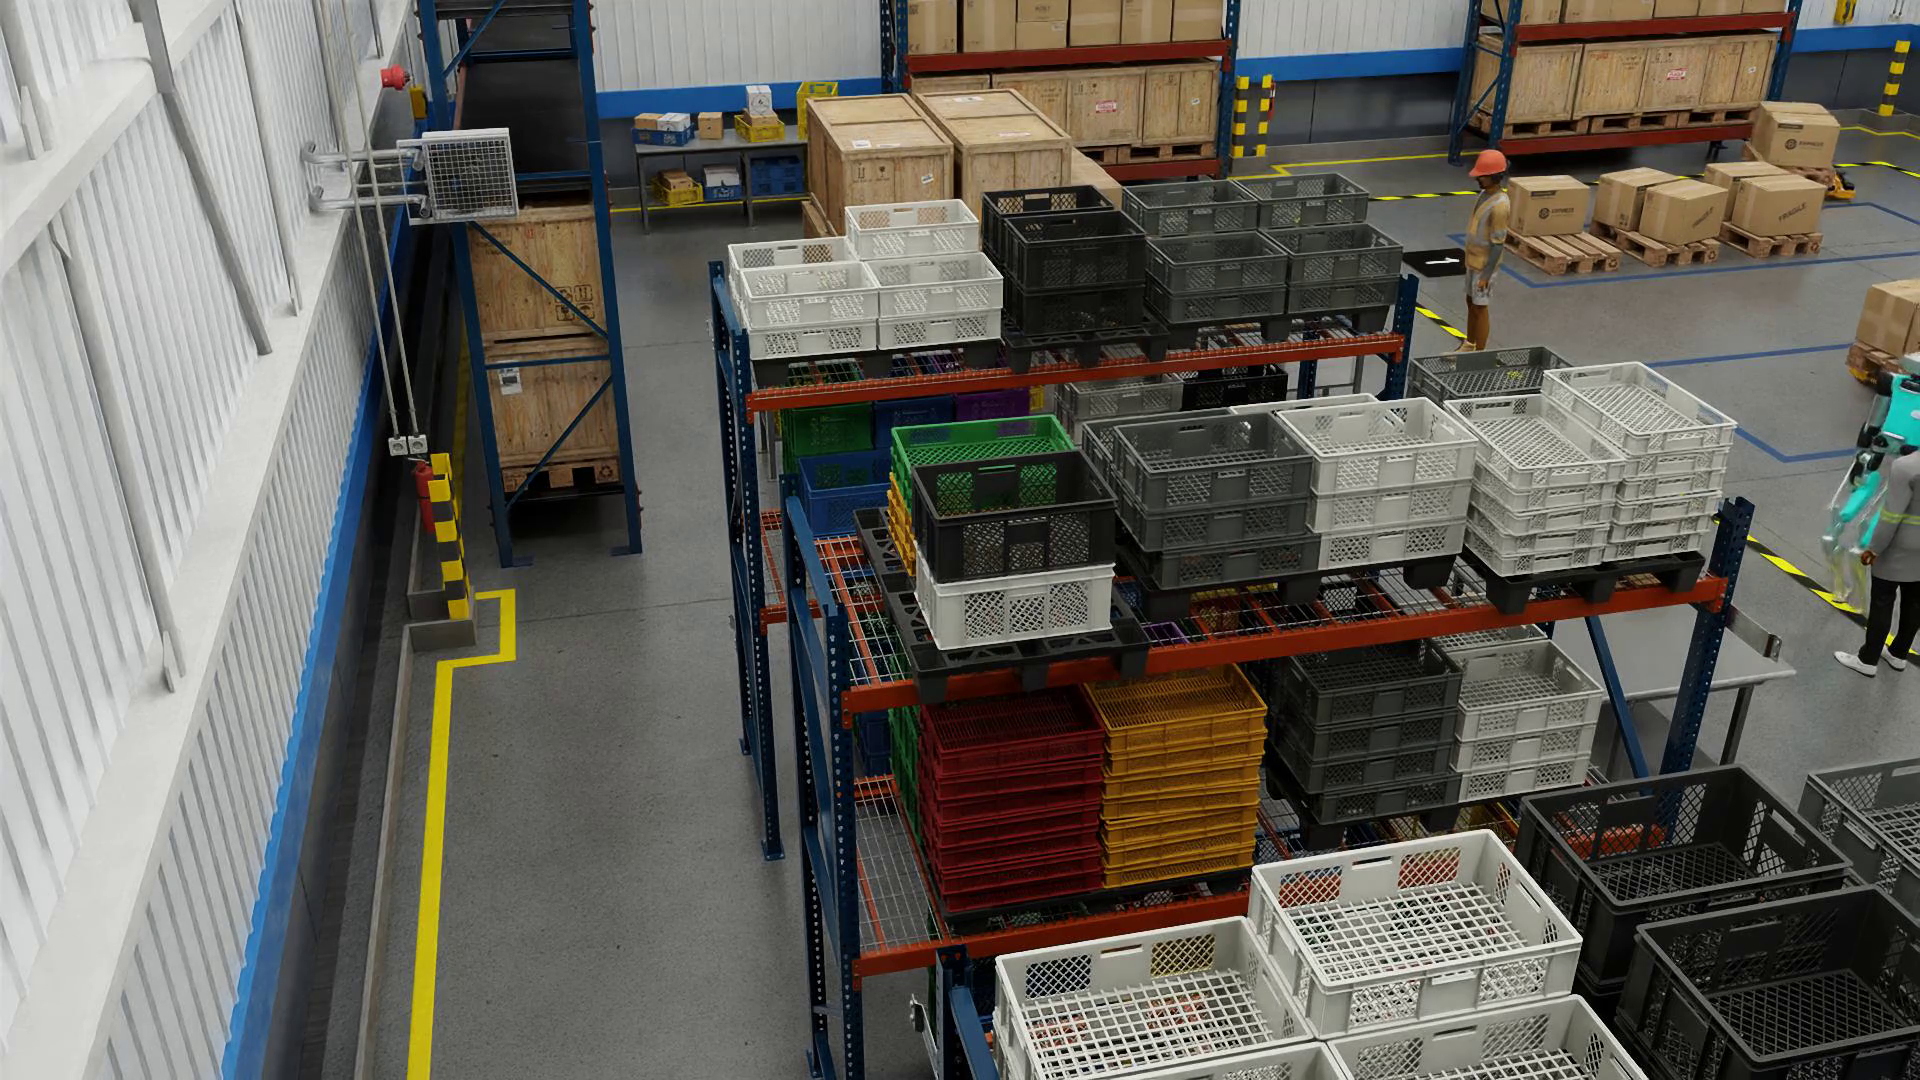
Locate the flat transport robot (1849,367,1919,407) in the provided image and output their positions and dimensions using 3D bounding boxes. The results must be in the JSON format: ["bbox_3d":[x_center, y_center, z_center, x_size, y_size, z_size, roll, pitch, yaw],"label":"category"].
[{"bbox_3d":[8.550,-1.317,14.515,0.652,0.197,1.431,-6,28,-12],"label":"flat transport robot"}]

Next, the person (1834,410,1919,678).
[{"bbox_3d":[5.895,-0.012,10.370,0.598,1.850,0.392,-7,29,-13],"label":"person"}]

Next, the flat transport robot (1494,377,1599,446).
[{"bbox_3d":[4.780,-1.036,14.013,0.659,0.231,1.431,-6,28,-12],"label":"flat transport robot"}]

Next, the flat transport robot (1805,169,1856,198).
[{"bbox_3d":[10.137,-4.409,20.382,1.431,0.197,0.652,5,28,10],"label":"flat transport robot"}]

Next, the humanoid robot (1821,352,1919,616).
[{"bbox_3d":[6.108,-0.346,11.143,0.804,1.773,0.554,-17,32,-28],"label":"humanoid robot"}]

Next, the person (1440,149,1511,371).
[{"bbox_3d":[4.630,-2.475,14.847,0.383,2.039,0.604,1,28,1],"label":"person"}]
